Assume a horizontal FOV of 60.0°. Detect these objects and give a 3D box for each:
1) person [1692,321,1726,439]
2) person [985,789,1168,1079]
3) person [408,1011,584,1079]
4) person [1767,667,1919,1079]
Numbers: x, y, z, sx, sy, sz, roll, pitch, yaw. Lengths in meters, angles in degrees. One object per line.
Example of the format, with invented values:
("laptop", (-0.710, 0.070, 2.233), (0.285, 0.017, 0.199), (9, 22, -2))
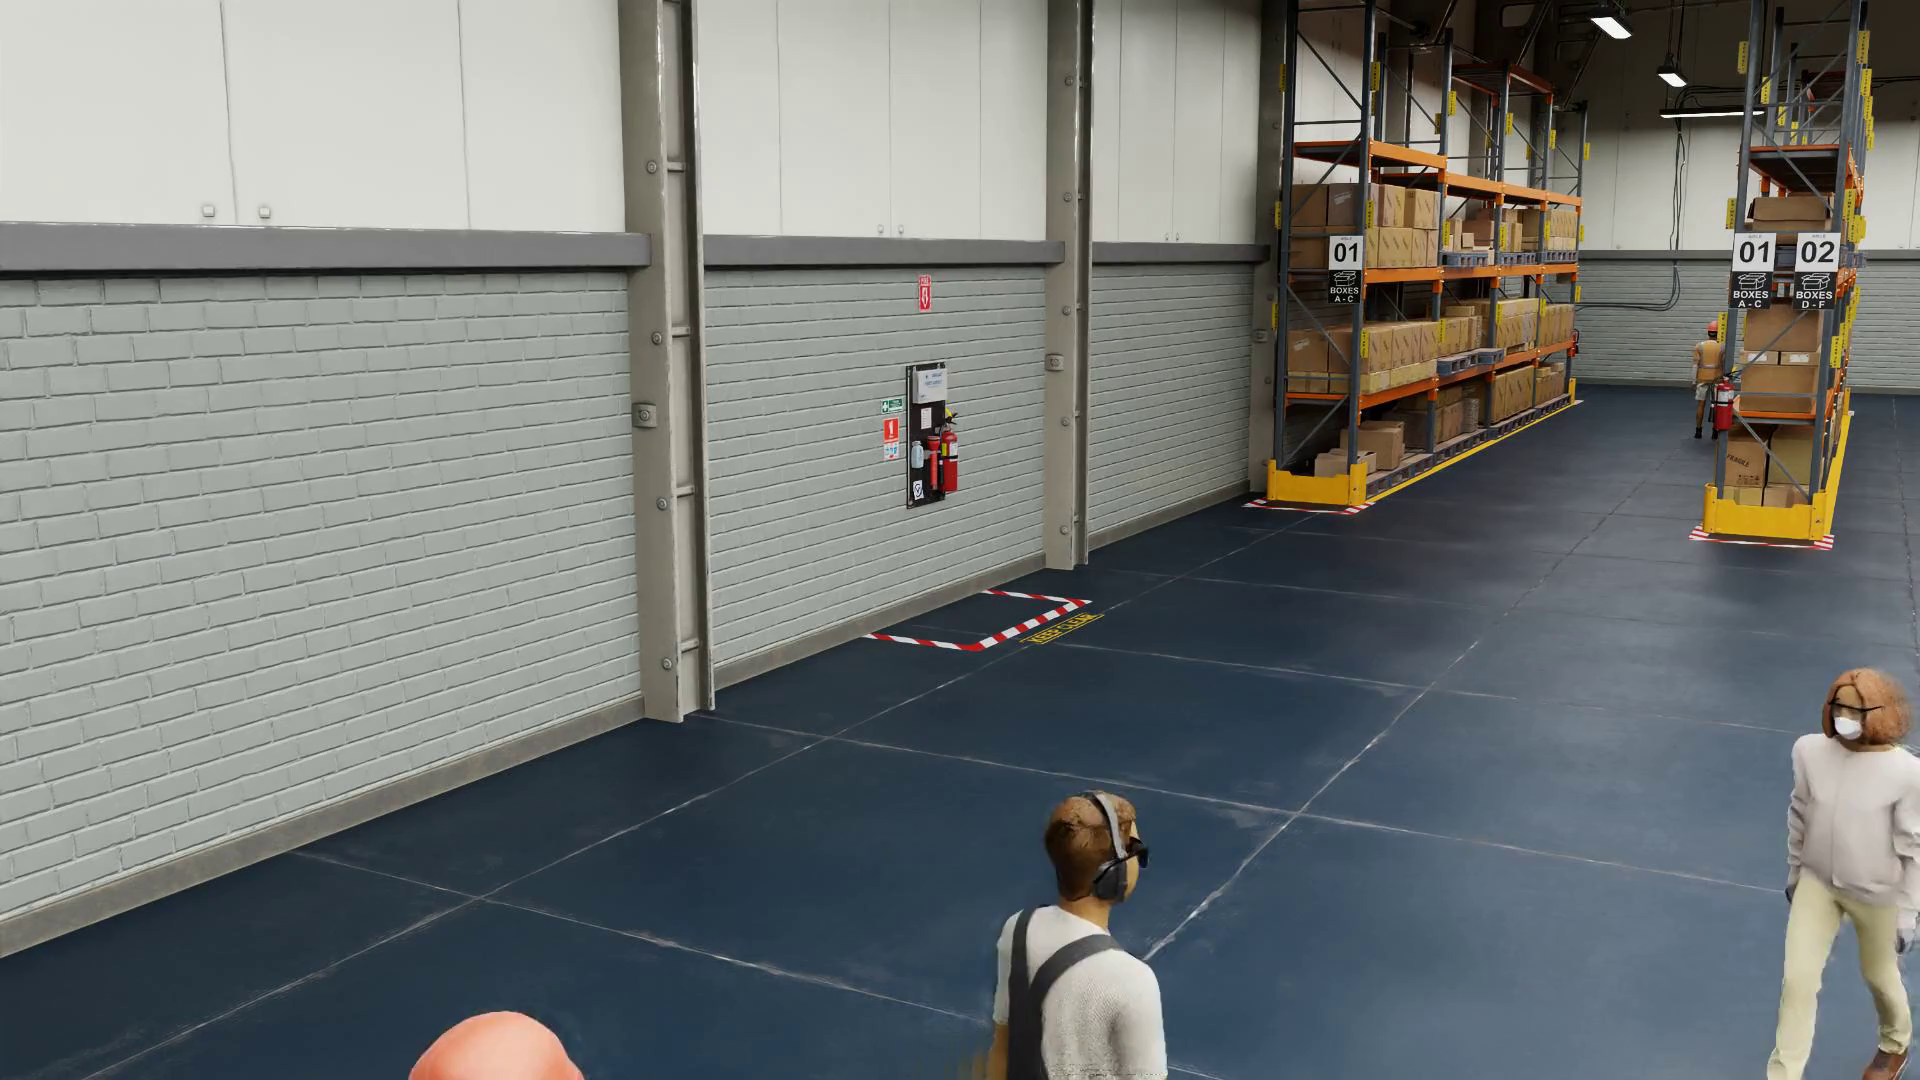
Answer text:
("person", (12.324, -2.625, 27.312), (0.551, 1.935, 0.375), (5, 11, 29))
("person", (0.328, 1.455, 3.850), (0.976, 1.792, 0.516), (-5, 11, -27))
("person", (-0.668, 1.613, 2.639), (0.682, 1.879, 0.813), (6, 11, 31))
("person", (3.138, 1.217, 5.822), (0.839, 1.593, 0.511), (-7, 12, -35))
